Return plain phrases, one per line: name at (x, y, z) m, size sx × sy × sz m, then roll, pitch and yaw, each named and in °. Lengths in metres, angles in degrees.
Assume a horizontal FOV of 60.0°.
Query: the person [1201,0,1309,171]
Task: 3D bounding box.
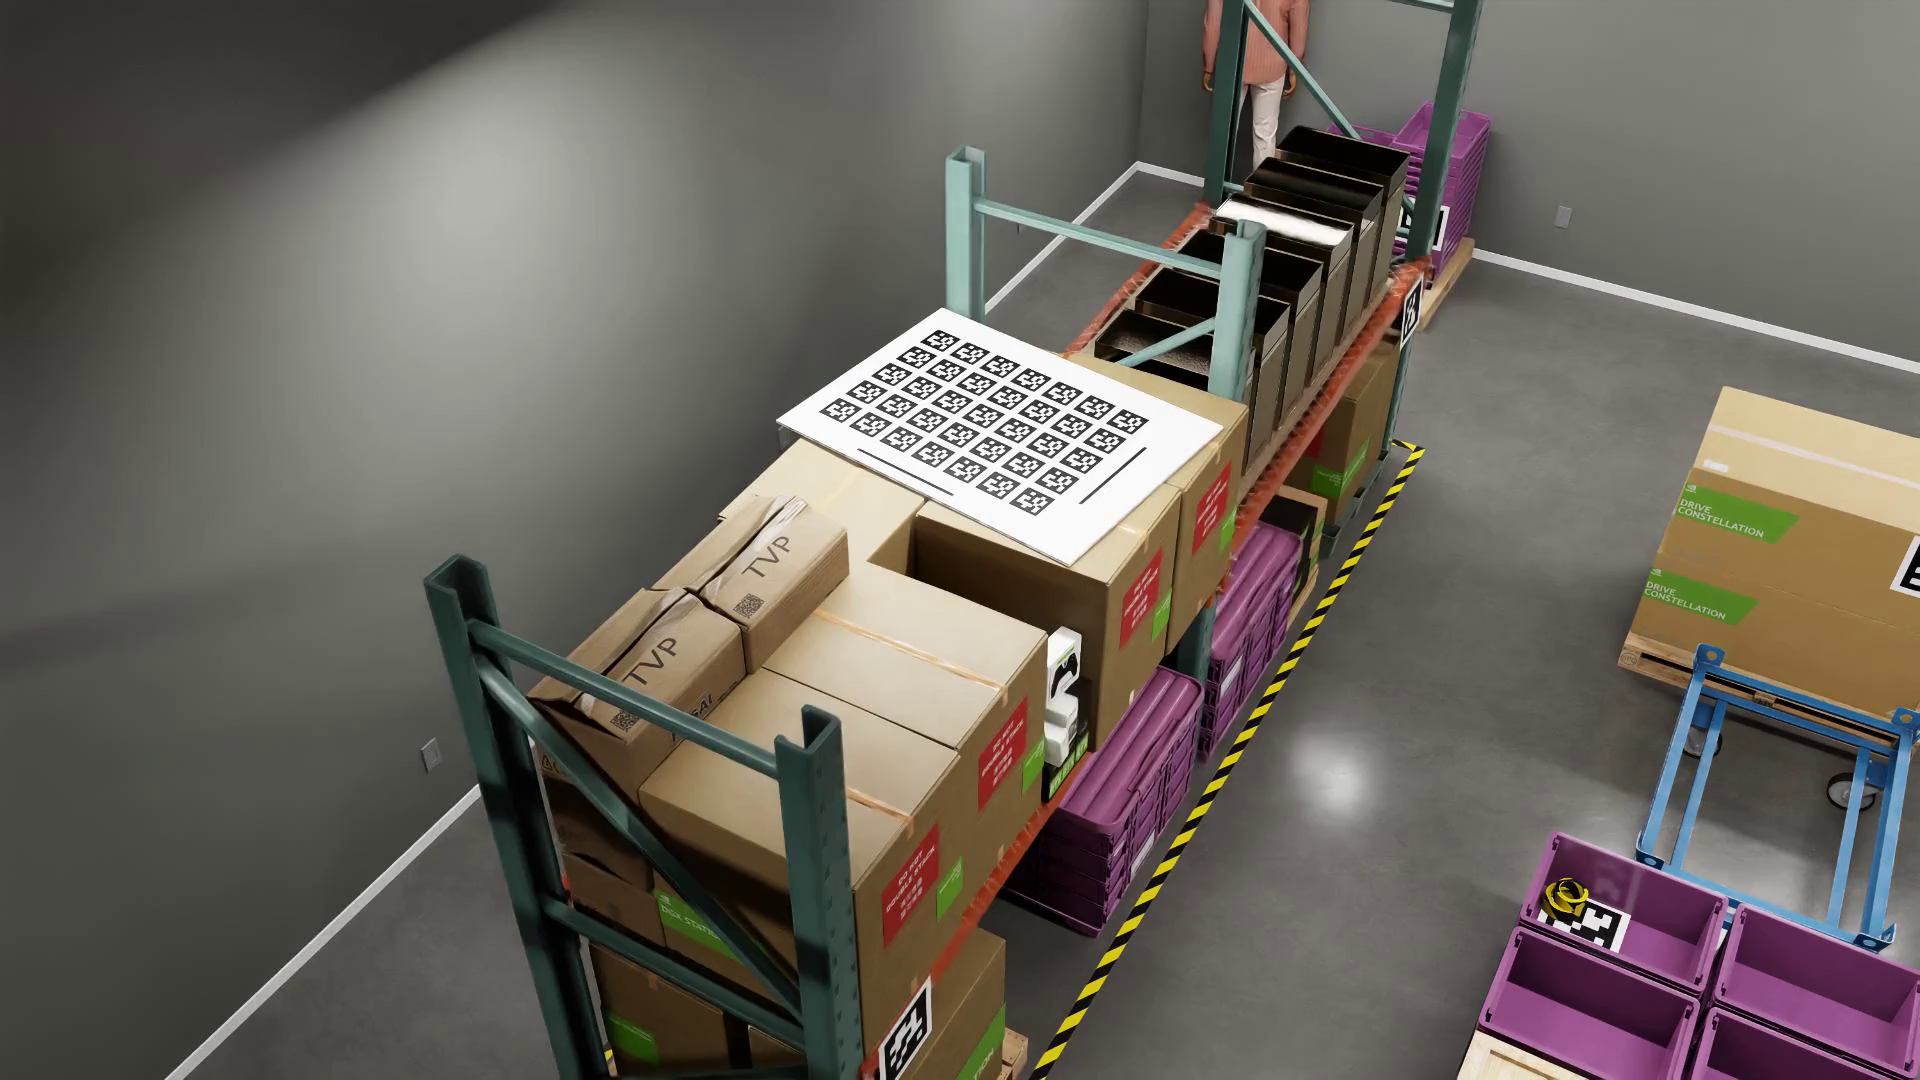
person at (1.737, -2.829, 9.924) m, size 0.609 × 1.995 × 0.375 m, roll 4°, pitch 40°, yaw 5°
